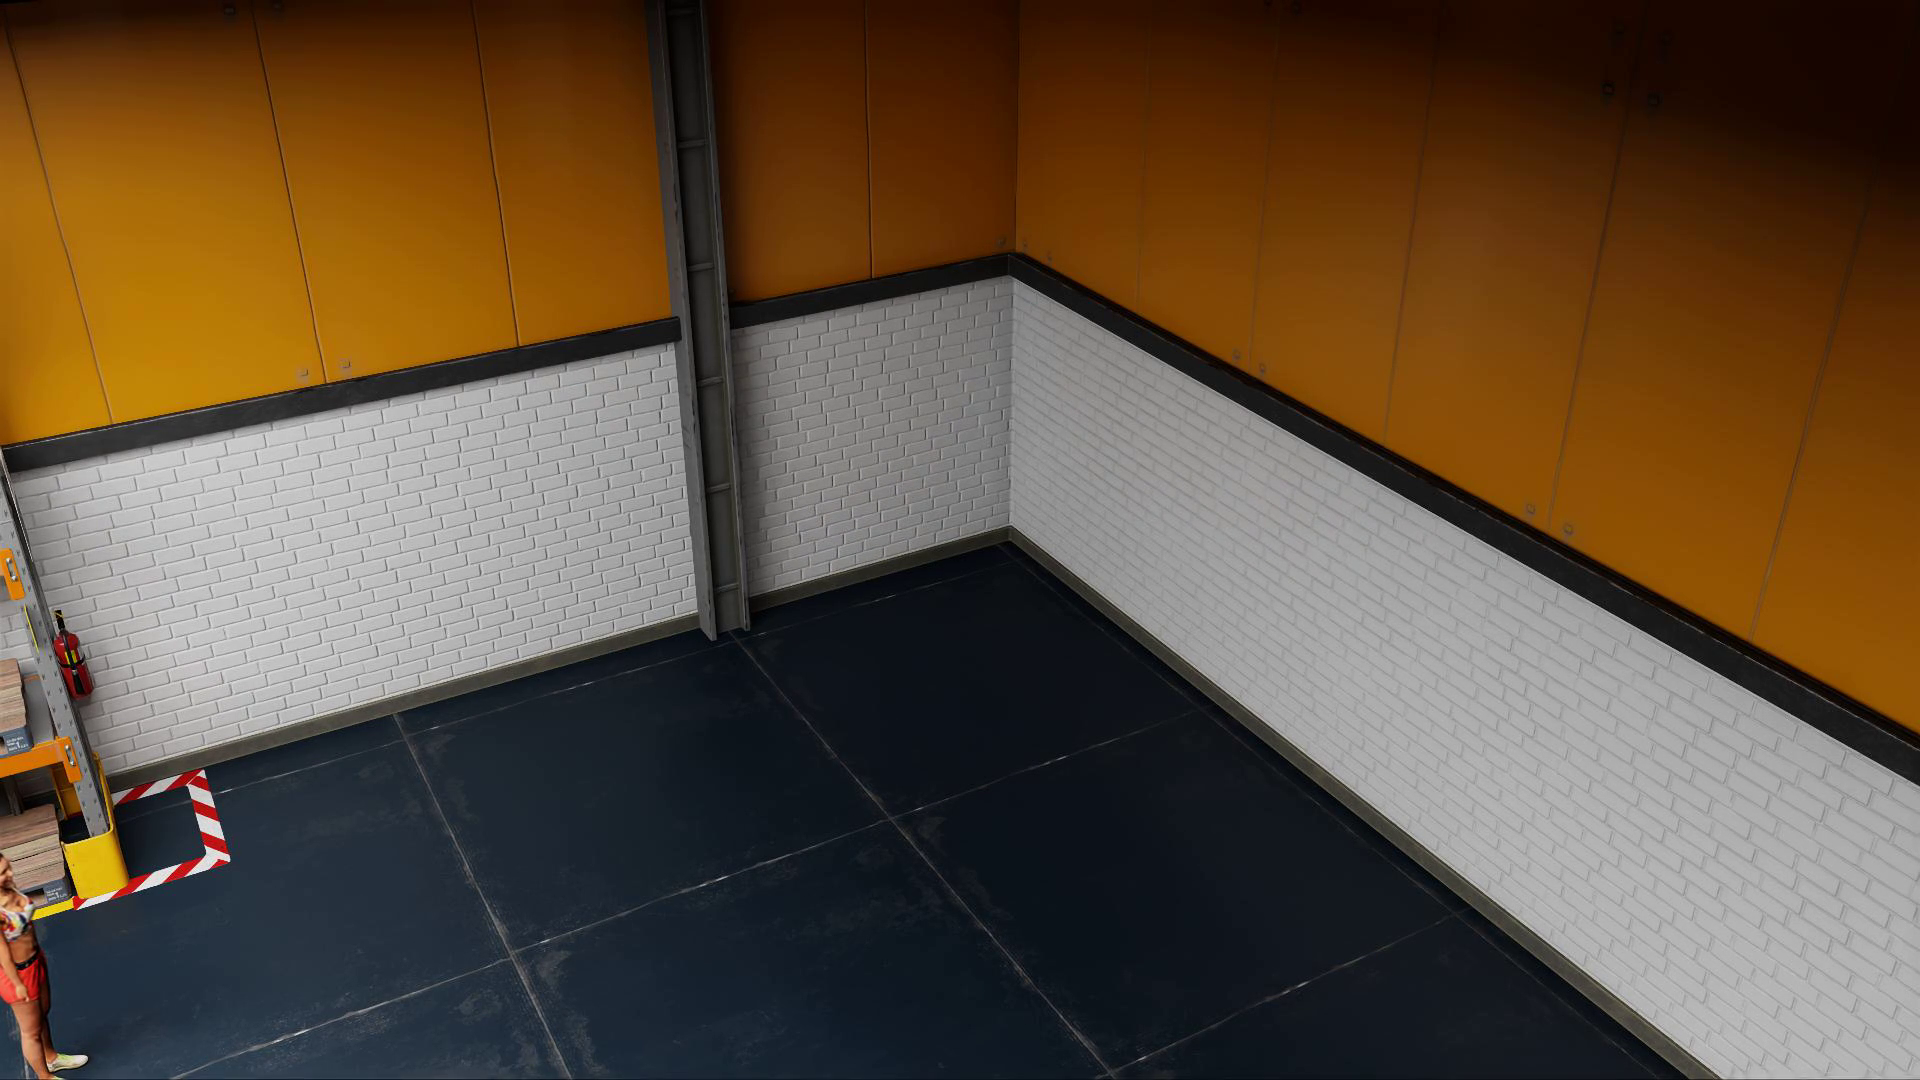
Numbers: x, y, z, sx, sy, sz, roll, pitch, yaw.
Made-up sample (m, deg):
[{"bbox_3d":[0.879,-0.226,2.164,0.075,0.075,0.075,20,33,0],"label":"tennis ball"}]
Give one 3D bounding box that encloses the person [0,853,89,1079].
[{"bbox_3d":[-5.742,2.633,10.177,0.646,1.791,0.636,-5,29,-10],"label":"person"}]
